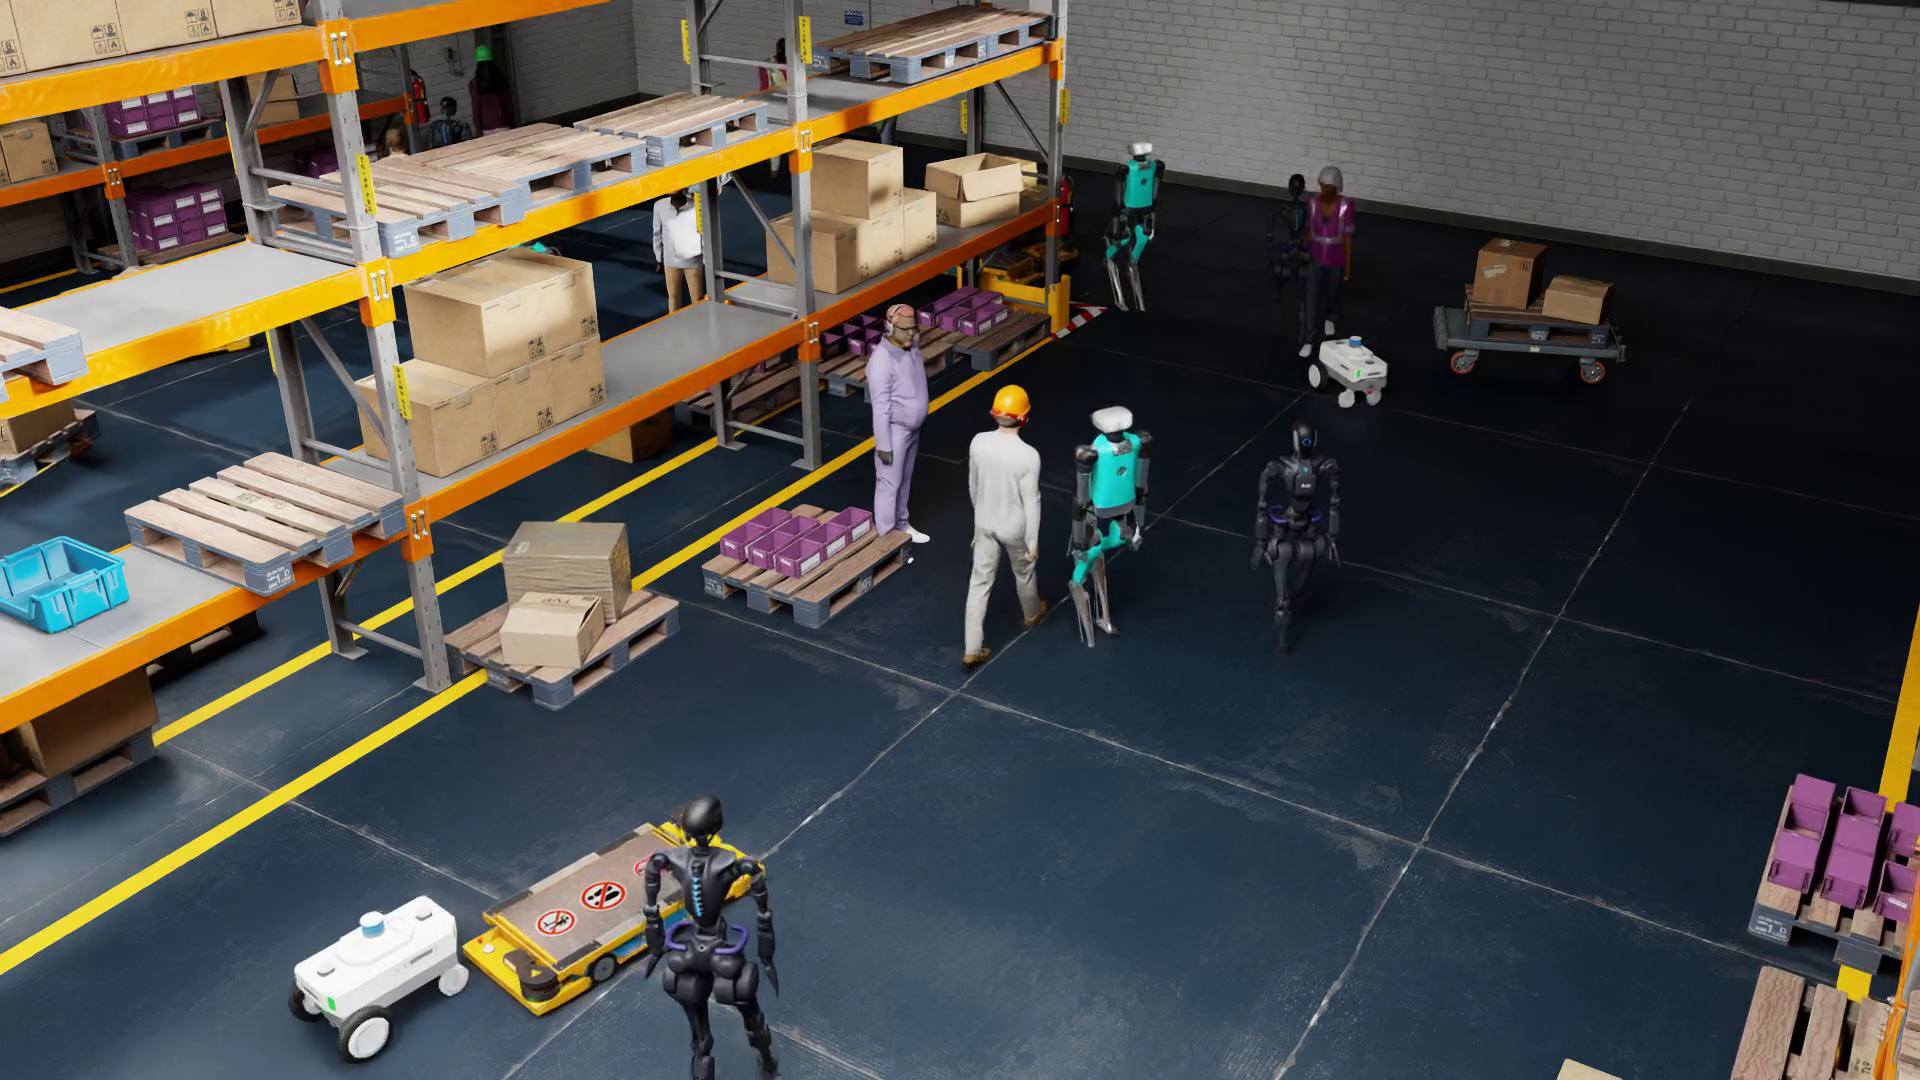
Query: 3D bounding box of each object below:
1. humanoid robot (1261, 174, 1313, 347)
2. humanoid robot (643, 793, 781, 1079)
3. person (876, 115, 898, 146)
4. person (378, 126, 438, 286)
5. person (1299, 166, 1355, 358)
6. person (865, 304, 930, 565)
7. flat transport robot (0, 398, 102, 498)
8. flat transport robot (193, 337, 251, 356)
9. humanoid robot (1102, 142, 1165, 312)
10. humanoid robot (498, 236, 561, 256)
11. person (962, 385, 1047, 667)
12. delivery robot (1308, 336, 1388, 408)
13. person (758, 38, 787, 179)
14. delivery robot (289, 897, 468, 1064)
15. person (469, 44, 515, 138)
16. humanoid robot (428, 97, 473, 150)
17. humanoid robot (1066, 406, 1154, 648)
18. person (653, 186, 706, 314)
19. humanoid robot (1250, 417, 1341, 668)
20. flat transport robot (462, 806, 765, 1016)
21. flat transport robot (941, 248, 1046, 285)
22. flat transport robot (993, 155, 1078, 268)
[{"bbox_3d":[3.194,-2.667,15.911,0.589,1.646,0.374,0,27,1],"label":"humanoid robot"},{"bbox_3d":[-1.085,1.795,7.145,0.602,1.643,0.581,3,27,6],"label":"humanoid robot"},{"bbox_3d":[-0.942,-5.341,21.211,0.282,1.633,0.499,7,28,14],"label":"person"},{"bbox_3d":[-5.506,-3.197,16.680,0.660,1.911,0.785,-3,27,-6],"label":"person"},{"bbox_3d":[3.514,-2.718,15.885,0.515,1.795,0.943,9,28,17],"label":"person"},{"bbox_3d":[-0.416,-0.781,11.932,0.402,1.905,0.641,10,29,18],"label":"person"},{"bbox_3d":[-7.725,-0.598,13.377,0.659,0.231,1.431,5,27,9],"label":"flat transport robot"},{"bbox_3d":[-7.611,-1.860,15.863,1.431,0.231,0.659,-19,33,-33],"label":"flat transport robot"},{"bbox_3d":[1.677,-3.150,16.814,0.539,1.833,0.667,-11,29,-21],"label":"humanoid robot"},{"bbox_3d":[-3.570,-1.996,14.524,0.558,1.778,0.959,4,27,7],"label":"humanoid robot"},{"bbox_3d":[0.282,-0.123,10.707,0.562,1.853,0.990,12,29,22],"label":"person"},{"bbox_3d":[3.494,-1.535,14.928,0.520,0.614,0.785,-9,28,-17],"label":"delivery robot"},{"bbox_3d":[-2.250,-5.526,21.393,0.631,1.814,0.618,-10,29,-19],"label":"person"},{"bbox_3d":[-2.765,2.050,7.863,0.499,0.614,0.791,21,34,36],"label":"delivery robot"},{"bbox_3d":[-5.718,-5.103,20.436,0.490,1.916,0.879,-6,27,-11],"label":"person"},{"bbox_3d":[-5.791,-4.250,19.065,0.609,1.623,0.771,5,27,9],"label":"humanoid robot"},{"bbox_3d":[0.861,-0.091,10.801,0.566,1.818,0.770,-12,29,-22],"label":"humanoid robot"},{"bbox_3d":[-2.644,-2.672,15.832,0.561,1.742,0.334,3,27,6],"label":"person"},{"bbox_3d":[2.158,-0.040,10.777,0.589,1.654,0.738,-3,27,-6],"label":"humanoid robot"},{"bbox_3d":[-1.754,1.866,8.521,0.659,0.231,1.431,23,35,38],"label":"flat transport robot"},{"bbox_3d":[0.178,-2.995,18.099,1.431,0.231,0.659,16,31,28],"label":"flat transport robot"},{"bbox_3d":[0.567,-3.351,18.801,1.431,0.231,0.659,22,34,36],"label":"flat transport robot"}]
